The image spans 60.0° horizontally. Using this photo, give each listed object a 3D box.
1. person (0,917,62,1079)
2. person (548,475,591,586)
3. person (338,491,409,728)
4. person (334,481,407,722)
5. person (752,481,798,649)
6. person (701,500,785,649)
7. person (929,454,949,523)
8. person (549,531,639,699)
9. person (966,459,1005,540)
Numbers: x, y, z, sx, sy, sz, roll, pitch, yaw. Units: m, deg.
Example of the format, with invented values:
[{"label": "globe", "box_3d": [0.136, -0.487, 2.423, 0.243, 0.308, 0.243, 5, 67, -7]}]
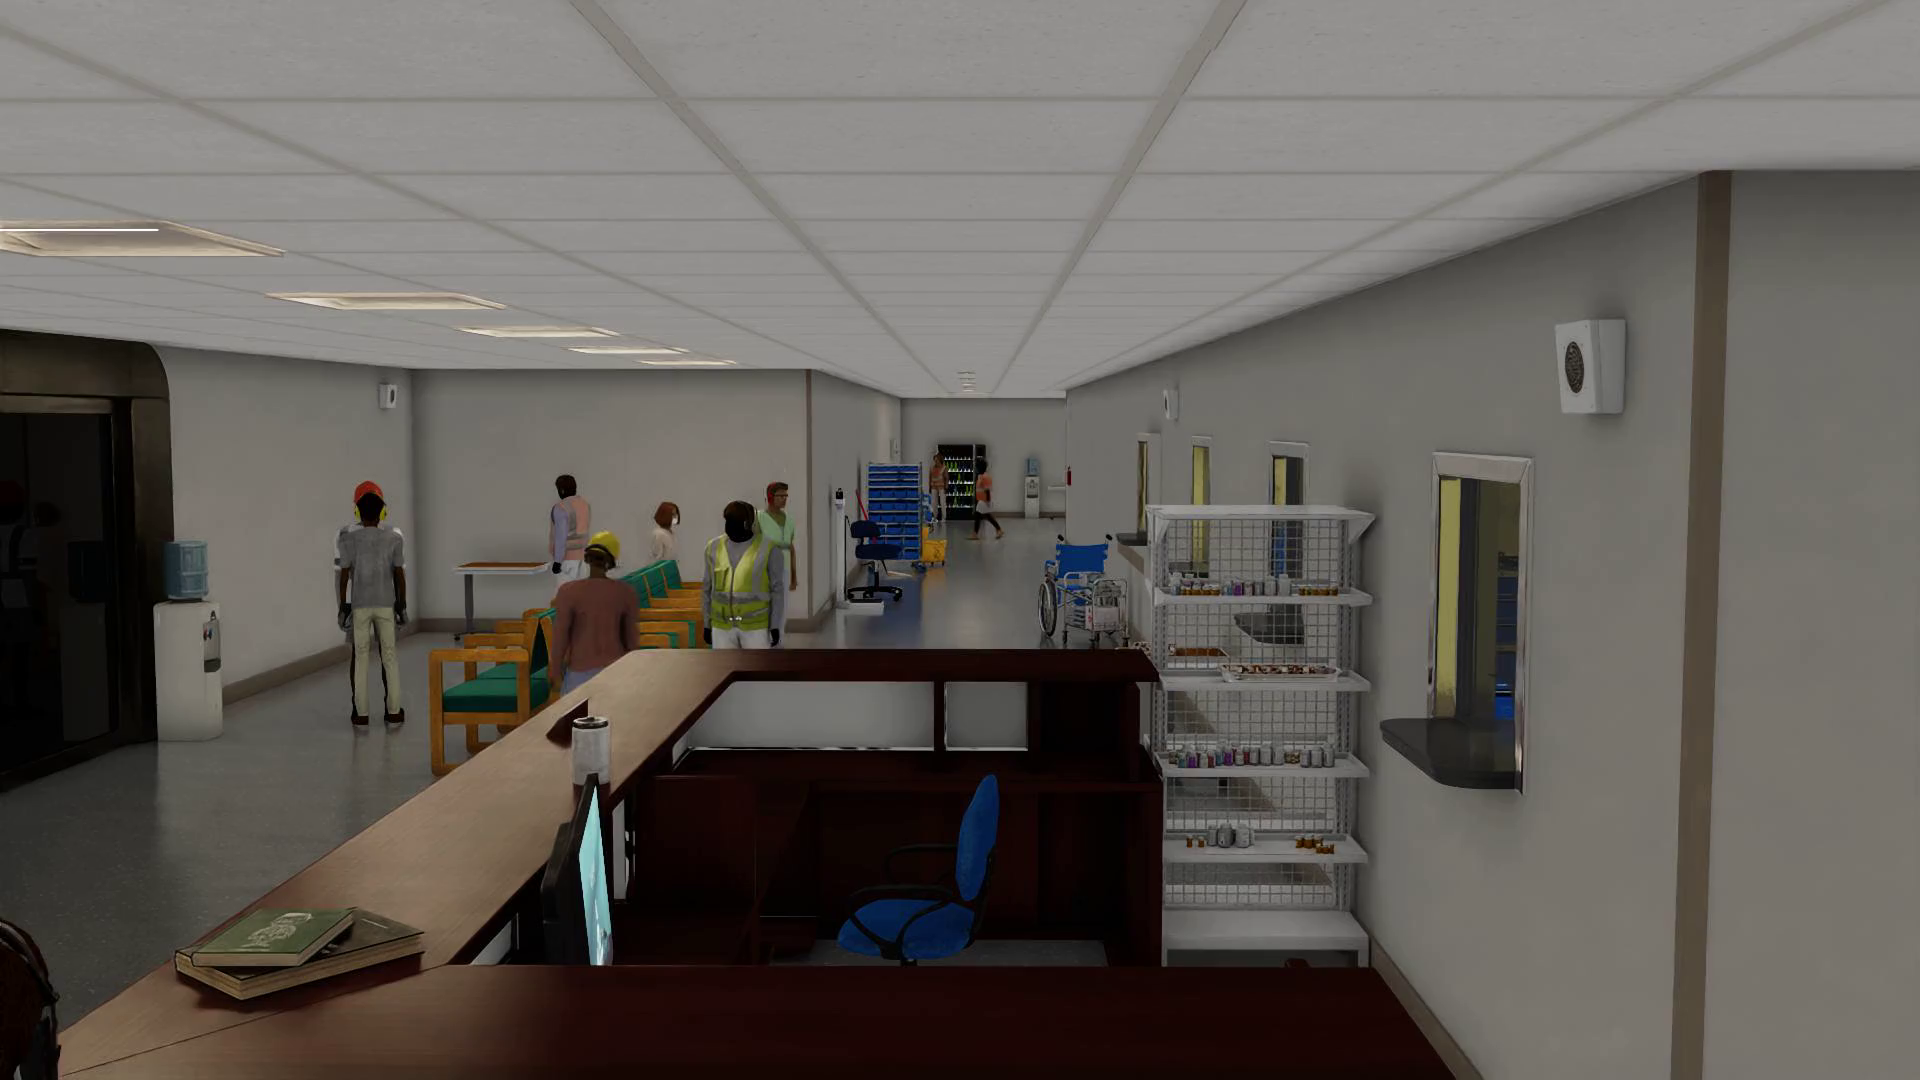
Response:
[{"label": "person", "box_3d": [-1.188, 1.364, 2.004, 0.631, 1.835, 0.429, -2, 5, -30]}, {"label": "person", "box_3d": [-4.303, 0.200, 18.293, 0.430, 1.839, 0.625, 1, 4, 17]}, {"label": "person", "box_3d": [-4.653, 0.549, 13.178, 0.533, 1.868, 0.310, -2, 4, -22]}, {"label": "person", "box_3d": [-4.744, 0.495, 13.412, 0.552, 1.942, 0.342, -1, 4, -10]}, {"label": "person", "box_3d": [-1.838, 0.339, 16.347, 0.433, 1.832, 0.600, 3, 5, 36]}, {"label": "person", "box_3d": [-1.618, 0.626, 12.298, 0.626, 1.840, 0.430, 1, 4, 13]}, {"label": "person", "box_3d": [-0.510, -1.219, 39.560, 0.525, 1.639, 0.307, 2, 5, 29]}, {"label": "person", "box_3d": [-2.342, 0.812, 10.457, 0.649, 1.730, 0.424, -2, 5, -31]}, {"label": "person", "box_3d": [0.538, -0.824, 33.847, 0.794, 1.660, 0.519, -1, 4, -7]}]
